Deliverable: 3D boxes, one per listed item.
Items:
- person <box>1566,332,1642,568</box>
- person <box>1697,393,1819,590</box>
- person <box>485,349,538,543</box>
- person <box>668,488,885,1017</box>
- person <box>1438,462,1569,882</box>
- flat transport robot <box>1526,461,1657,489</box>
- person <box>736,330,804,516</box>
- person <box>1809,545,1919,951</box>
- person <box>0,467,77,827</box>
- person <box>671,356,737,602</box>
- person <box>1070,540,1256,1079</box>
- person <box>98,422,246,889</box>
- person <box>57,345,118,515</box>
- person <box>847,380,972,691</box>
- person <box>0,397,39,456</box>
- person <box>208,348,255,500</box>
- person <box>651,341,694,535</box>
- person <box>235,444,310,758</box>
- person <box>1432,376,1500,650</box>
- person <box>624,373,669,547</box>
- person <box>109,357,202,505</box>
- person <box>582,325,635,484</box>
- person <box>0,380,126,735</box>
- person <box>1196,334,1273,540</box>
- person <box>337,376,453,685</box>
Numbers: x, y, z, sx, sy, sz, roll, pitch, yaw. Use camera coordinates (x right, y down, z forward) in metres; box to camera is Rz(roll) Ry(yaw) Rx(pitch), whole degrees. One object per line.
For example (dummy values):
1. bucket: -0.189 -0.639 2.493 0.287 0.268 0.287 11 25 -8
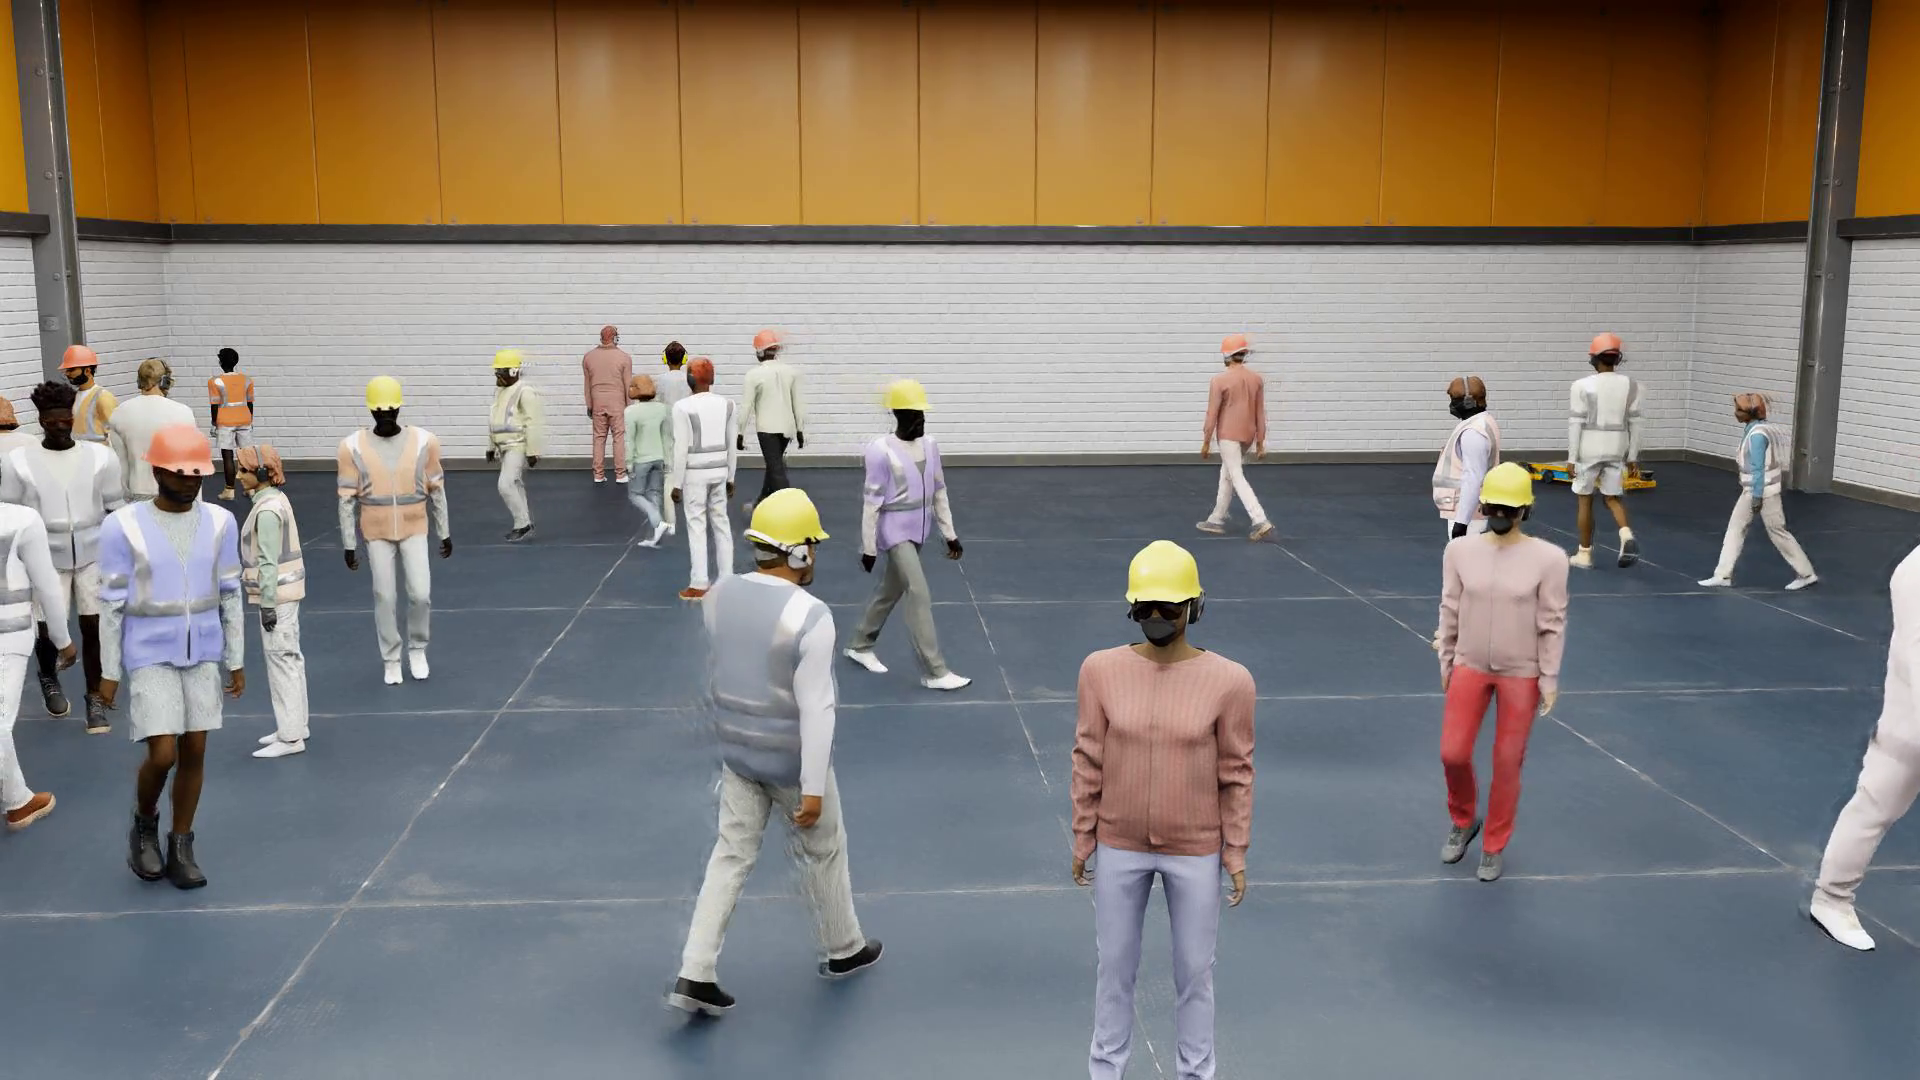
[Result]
1. person: 5.423 -0.725 13.985 0.610 2.027 0.692 -1 9 -6
2. person: 6.396 -0.378 13.168 0.859 1.582 0.512 2 9 11
3. person: -4.208 -0.868 15.537 0.494 1.815 0.602 -7 12 -39
4. person: -0.646 0.714 5.669 0.590 1.794 0.898 6 11 34
5. person: 2.207 0.548 6.829 0.522 1.752 0.371 5 10 29
6. flat transport robot: 7.483 -0.782 19.806 0.652 0.197 1.431 -5 10 -27
7. person: -1.891 -1.091 16.481 0.645 1.944 1.007 -9 13 -44
8. person: 3.538 0.652 5.887 0.659 1.837 1.043 -3 10 -21
9. person: -4.198 0.462 7.150 0.576 1.837 1.018 0 9 -3
10. person: -1.964 -0.469 12.791 0.339 1.883 0.583 9 13 44
11. person: 0.567 0.874 4.734 0.523 1.769 0.313 2 9 15
12. person: -3.163 0.477 6.751 0.415 1.915 0.570 8 12 41
13. person: -7.080 -0.615 13.542 0.552 1.935 0.373 6 11 31
14. person: -0.354 -0.045 10.179 1.021 1.881 0.591 6 11 32
15. person: -6.877 -0.220 12.012 0.286 1.633 0.500 9 13 43
16. person: -8.106 -1.290 18.534 0.318 1.697 0.535 6 11 35
17. person: -2.736 -0.984 16.077 0.532 1.868 0.309 -3 9 -16
18. person: -3.575 0.314 8.675 0.315 1.633 0.519 -3 9 -17
19. person: 3.367 -0.175 11.101 0.429 1.838 0.622 3 10 20
20. person: -2.815 -0.703 15.113 0.473 1.623 0.504 7 12 39
21. person: -5.546 -0.297 11.559 0.628 1.935 0.373 1 9 8
22. person: -4.191 -1.621 19.990 0.642 1.902 0.401 2 9 13
23. person: -4.881 0.092 9.077 0.650 1.944 0.531 -7 12 -38
24. person: 2.651 -0.986 15.845 0.612 1.954 1.016 -6 11 -35
25. person: -3.420 -0.048 10.098 0.663 1.899 0.505 -4 10 -22
